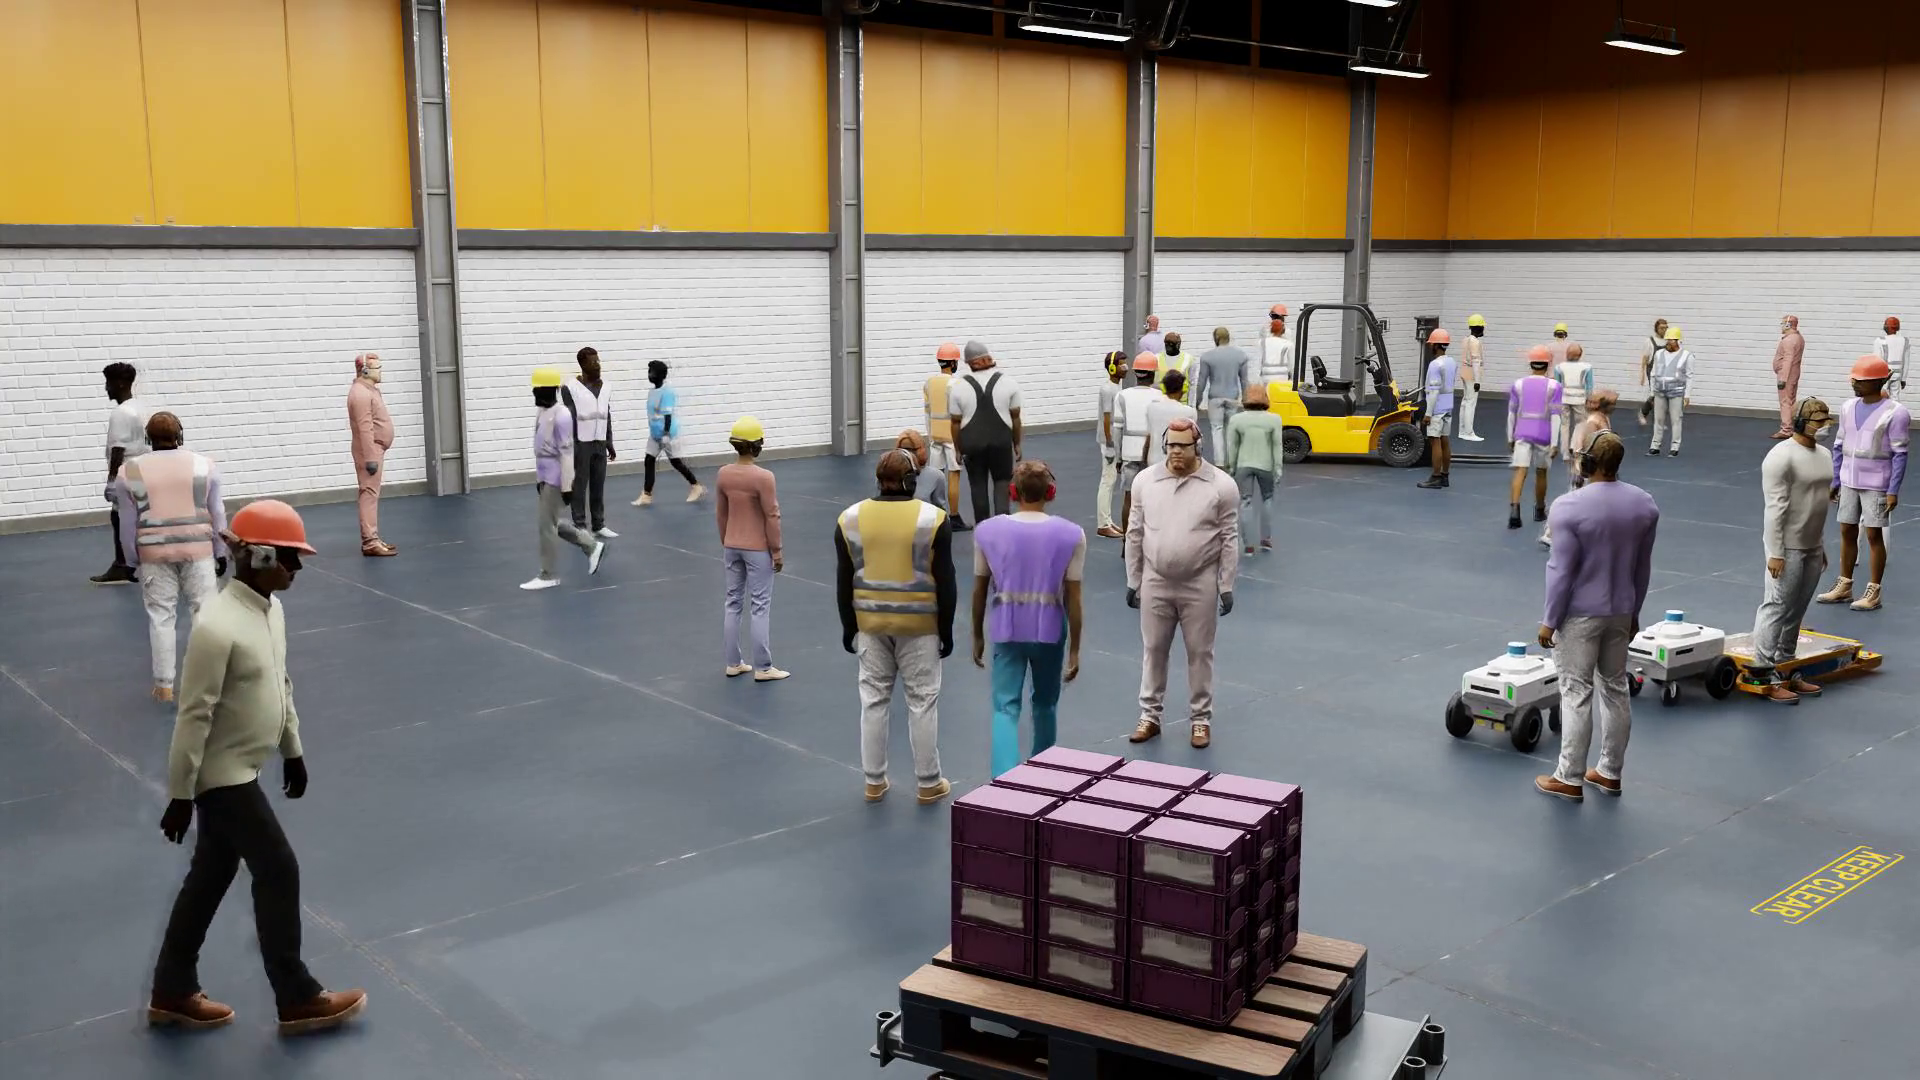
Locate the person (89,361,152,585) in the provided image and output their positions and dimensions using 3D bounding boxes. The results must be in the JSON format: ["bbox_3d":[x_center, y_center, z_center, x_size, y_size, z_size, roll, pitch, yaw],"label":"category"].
[{"bbox_3d":[-7.007,-0.558,14.177,0.869,1.935,0.611,-3,10,-16],"label":"person"}]

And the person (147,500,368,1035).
[{"bbox_3d":[-2.565,0.829,6.002,0.913,1.937,0.636,-2,10,-9],"label":"person"}]

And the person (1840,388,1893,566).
[{"bbox_3d":[8.275,-0.571,15.112,0.518,1.636,0.312,2,10,9],"label":"person"}]

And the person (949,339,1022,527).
[{"bbox_3d":[0.246,-0.956,16.182,0.714,2.000,0.601,0,10,-1],"label":"person"}]

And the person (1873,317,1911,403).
[{"bbox_3d":[14.304,-2.491,25.624,0.583,1.882,0.338,-1,10,-3],"label":"person"}]

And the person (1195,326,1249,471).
[{"bbox_3d":[3.425,-1.828,21.682,0.660,1.906,0.457,-1,10,-8],"label":"person"}]

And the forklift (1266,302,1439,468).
[{"bbox_3d":[5.320,-2.157,22.763,2.313,2.155,1.214,3,10,16],"label":"forklift"}]

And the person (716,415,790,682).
[{"bbox_3d":[-1.388,0.059,11.036,0.525,1.772,0.305,7,12,35],"label":"person"}]

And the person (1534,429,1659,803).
[{"bbox_3d":[3.270,0.390,8.598,0.630,1.940,0.371,-4,10,-20],"label":"person"}]

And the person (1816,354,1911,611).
[{"bbox_3d":[7.186,-0.453,13.239,0.387,2.039,0.614,-4,10,-21],"label":"person"}]

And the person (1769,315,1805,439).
[{"bbox_3d":[12.759,-2.513,25.690,0.402,1.906,0.652,8,13,39],"label":"person"}]

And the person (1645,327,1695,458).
[{"bbox_3d":[9.925,-2.060,23.254,0.404,1.834,0.591,-9,13,-41],"label":"person"}]

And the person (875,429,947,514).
[{"bbox_3d":[-0.340,0.044,11.518,0.507,1.631,0.277,-1,10,-4],"label":"person"}]

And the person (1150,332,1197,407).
[{"bbox_3d":[2.726,-1.765,21.519,0.619,1.838,0.430,3,10,17],"label":"person"}]

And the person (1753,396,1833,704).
[{"bbox_3d":[5.308,0.057,10.553,0.630,1.940,0.373,-7,12,-36],"label":"person"}]

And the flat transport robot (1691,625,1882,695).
[{"bbox_3d":[5.486,0.786,11.155,1.431,0.197,0.652,-6,12,-33],"label":"flat transport robot"}]

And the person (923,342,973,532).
[{"bbox_3d":[-0.120,-1.051,17.042,0.543,1.939,0.355,8,13,41],"label":"person"}]

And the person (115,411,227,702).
[{"bbox_3d":[-4.983,0.103,10.566,0.619,1.845,0.430,-5,11,-26],"label":"person"}]

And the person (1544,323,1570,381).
[{"bbox_3d":[9.465,-2.547,26.306,0.533,1.765,0.325,2,10,13],"label":"person"}]

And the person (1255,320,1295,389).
[{"bbox_3d":[4.868,-2.446,25.487,0.608,1.835,0.955,5,11,26],"label":"person"}]

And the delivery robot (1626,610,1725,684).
[{"bbox_3d":[4.539,0.692,10.602,0.707,0.478,0.477,-7,12,-33],"label":"delivery robot"}]

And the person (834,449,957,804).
[{"bbox_3d":[-0.317,0.448,8.567,0.624,1.837,0.430,2,10,14],"label":"person"}]

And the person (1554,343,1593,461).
[{"bbox_3d":[8.379,-1.879,22.770,0.534,1.626,0.365,5,11,28],"label":"person"}]

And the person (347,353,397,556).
[{"bbox_3d":[-5.536,-0.805,15.686,0.405,1.911,0.636,-3,10,-18],"label":"person"}]

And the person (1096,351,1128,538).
[{"bbox_3d":[1.541,-0.962,16.711,0.330,1.874,0.518,2,10,14],"label":"person"}]

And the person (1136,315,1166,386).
[{"bbox_3d":[2.935,-2.496,25.594,0.651,1.906,0.402,-9,13,-43],"label":"person"}]

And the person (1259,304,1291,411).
[{"bbox_3d":[5.158,-2.824,27.117,0.395,2.038,0.615,-10,14,-44],"label":"person"}]

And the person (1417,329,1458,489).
[{"bbox_3d":[5.788,-1.588,20.180,0.361,1.940,0.543,9,13,42],"label":"person"}]

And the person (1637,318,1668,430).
[{"bbox_3d":[11.352,-2.719,27.184,0.513,1.818,0.855,-2,10,-12],"label":"person"}]

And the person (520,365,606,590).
[{"bbox_3d":[-3.406,-0.542,14.138,0.708,1.911,0.597,-5,11,-27],"label":"person"}]

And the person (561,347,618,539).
[{"bbox_3d":[-3.682,-0.953,16.521,0.392,1.920,0.591,7,12,35],"label":"person"}]

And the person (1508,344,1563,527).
[{"bbox_3d":[5.980,-1.088,17.384,0.550,1.906,0.965,6,11,31],"label":"person"}]

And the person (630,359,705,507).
[{"bbox_3d":[-3.302,-1.211,18.791,0.840,1.667,0.548,-7,12,-35],"label":"person"}]

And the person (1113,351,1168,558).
[{"bbox_3d":[1.707,-0.784,15.477,0.552,1.936,0.359,4,11,24],"label":"person"}]

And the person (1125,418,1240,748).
[{"bbox_3d":[1.256,0.246,9.544,0.652,1.904,0.403,3,10,19],"label":"person"}]

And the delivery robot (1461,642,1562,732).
[{"bbox_3d":[3.248,0.841,9.729,0.707,0.478,0.477,-9,13,-43],"label":"delivery robot"}]

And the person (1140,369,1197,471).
[{"bbox_3d":[1.804,-0.569,14.550,0.566,1.825,0.640,7,12,35],"label":"person"}]

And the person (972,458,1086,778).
[{"bbox_3d":[0.331,0.508,8.306,0.575,1.817,0.830,1,10,6],"label":"person"}]

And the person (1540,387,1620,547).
[{"bbox_3d":[5.871,-0.641,15.607,0.795,1.604,0.533,5,11,26],"label":"person"}]

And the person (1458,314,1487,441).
[{"bbox_3d":[7.840,-2.479,25.423,0.357,1.930,0.591,0,10,2],"label":"person"}]

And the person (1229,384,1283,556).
[{"bbox_3d":[2.816,-0.676,15.775,0.526,1.606,0.617,3,10,18],"label":"person"}]
